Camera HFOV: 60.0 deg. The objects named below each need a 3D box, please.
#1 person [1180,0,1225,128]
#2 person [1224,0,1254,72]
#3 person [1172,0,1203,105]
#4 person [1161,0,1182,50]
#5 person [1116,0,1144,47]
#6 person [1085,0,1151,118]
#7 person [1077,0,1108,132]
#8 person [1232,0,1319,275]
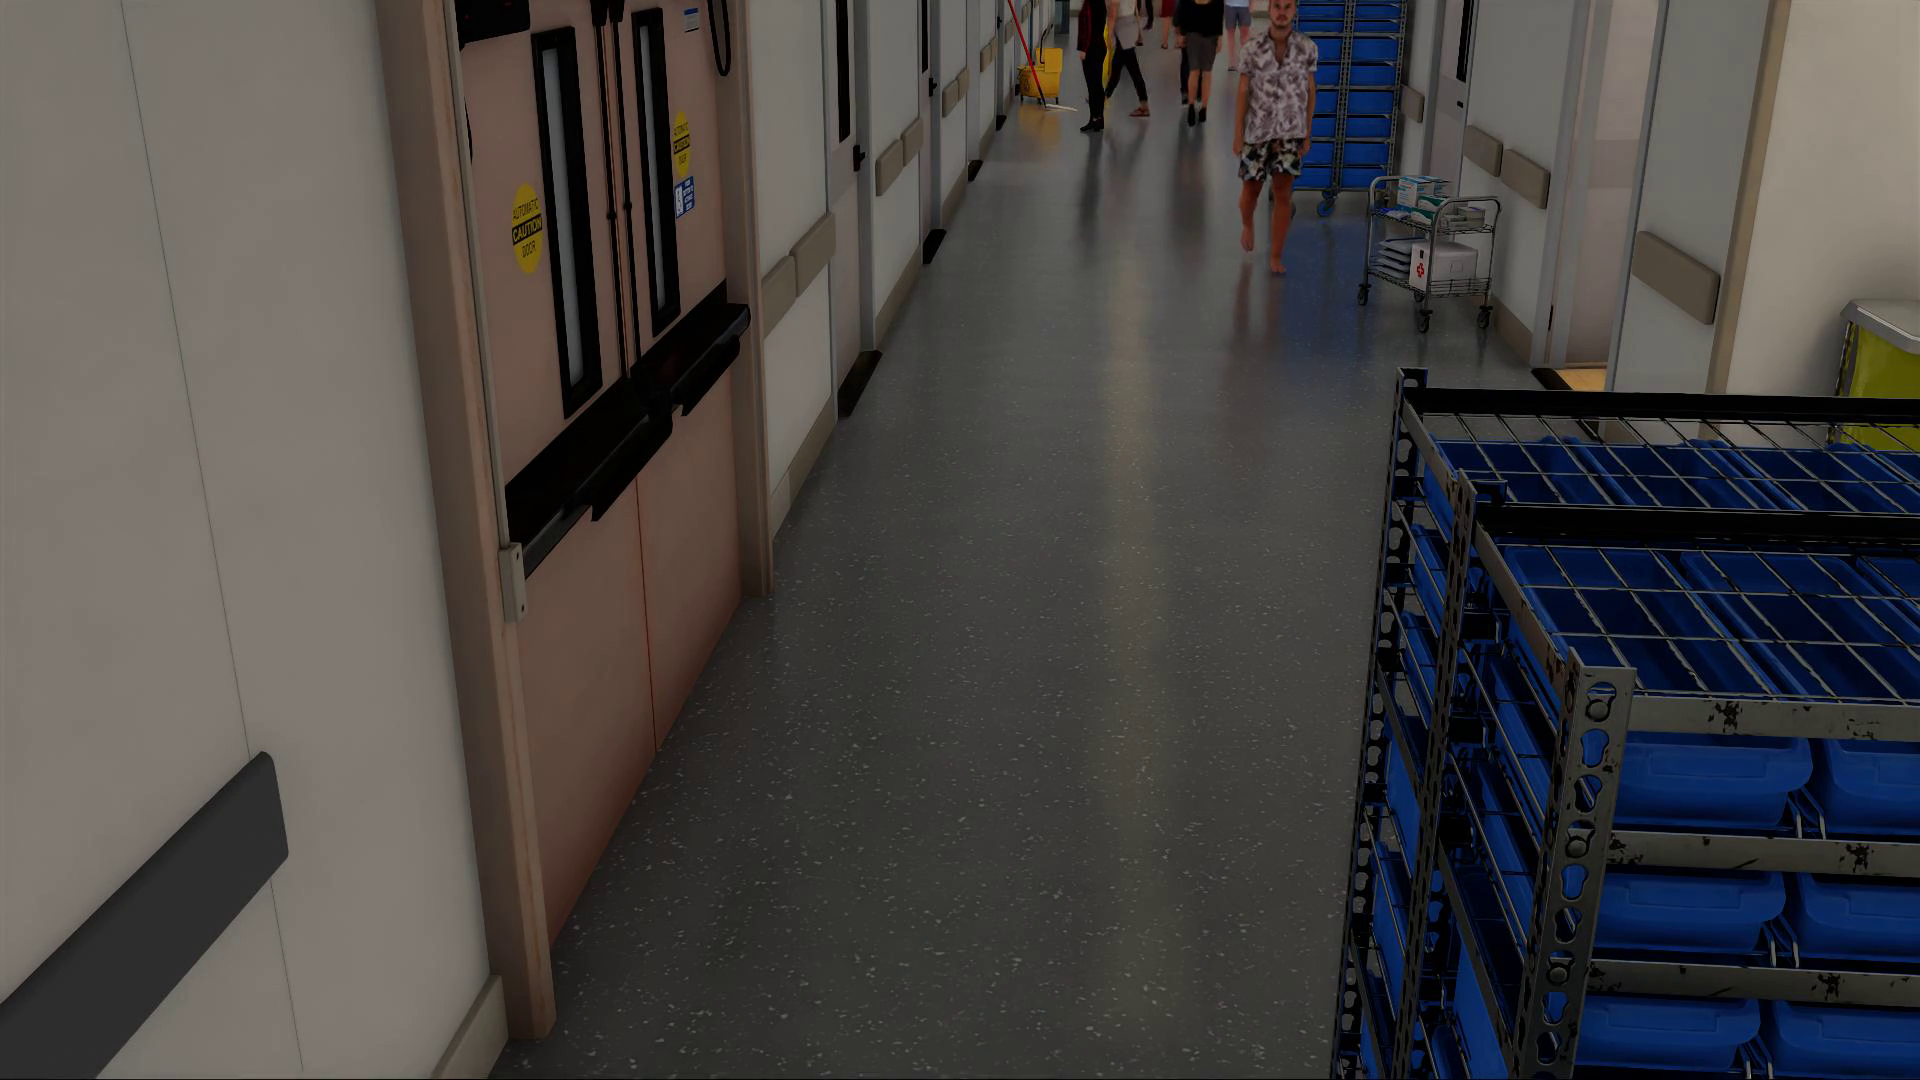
[{"bbox_3d":[2.546,-5.253,17.677,0.727,1.794,1.222,5,21,12],"label":"person"},{"bbox_3d":[4.101,-7.884,24.581,0.689,1.822,0.739,5,21,12],"label":"person"},{"bbox_3d":[2.816,-6.131,19.940,0.779,1.832,1.214,4,21,10],"label":"person"},{"bbox_3d":[3.651,-9.268,28.609,0.530,1.551,0.586,2,21,5],"label":"person"},{"bbox_3d":[2.953,-9.454,28.723,0.813,1.822,0.783,-6,21,-14],"label":"person"},{"bbox_3d":[1.964,-5.665,18.794,1.023,1.772,1.128,14,25,32],"label":"person"},{"bbox_3d":[1.445,-5.253,17.872,0.715,1.656,0.576,10,23,25],"label":"person"},{"bbox_3d":[2.047,-2.692,10.912,0.666,1.795,0.979,1,21,3],"label":"person"}]
